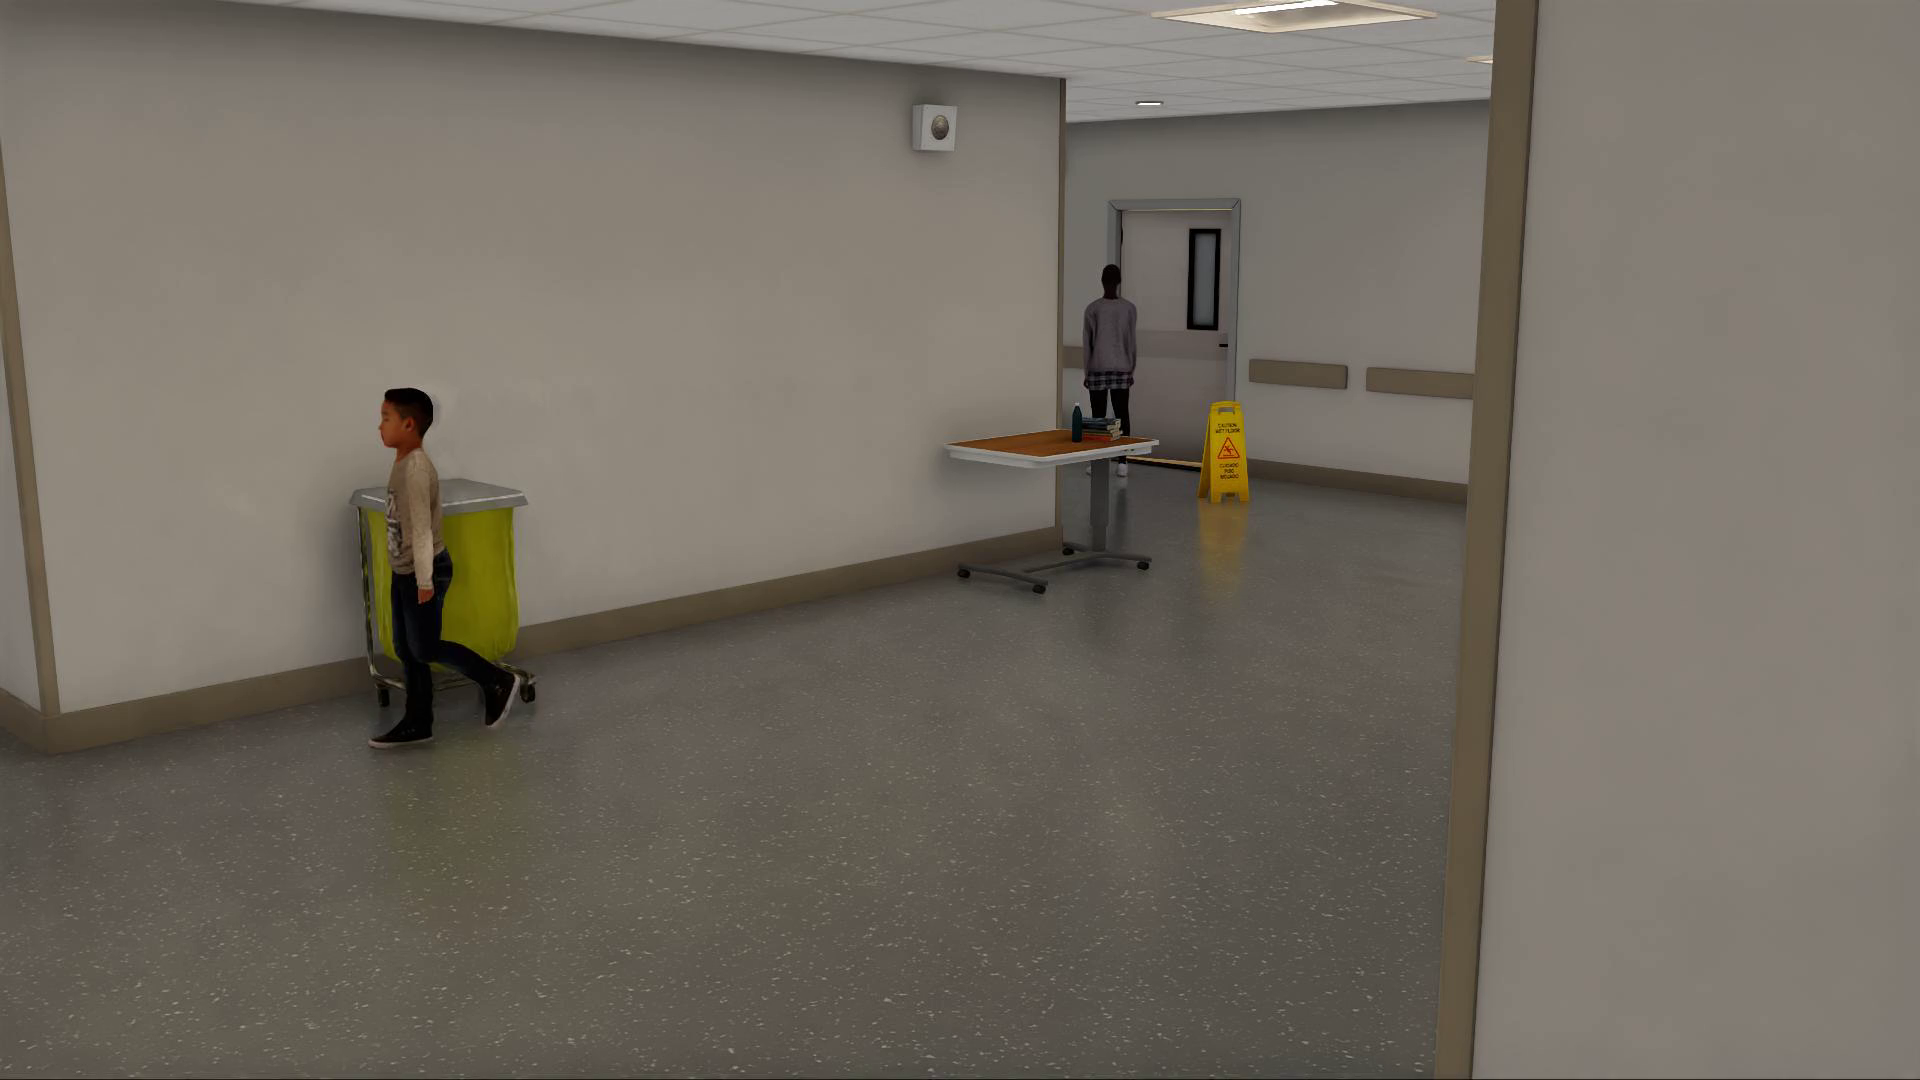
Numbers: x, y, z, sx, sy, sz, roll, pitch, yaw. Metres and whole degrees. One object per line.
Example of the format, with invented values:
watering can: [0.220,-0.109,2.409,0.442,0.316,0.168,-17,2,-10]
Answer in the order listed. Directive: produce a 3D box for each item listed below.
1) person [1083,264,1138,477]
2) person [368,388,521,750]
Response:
person: [1.258,-1.420,13.954,0.699,1.772,0.729,-2,11,-8]
person: [-2.101,0.125,6.682,0.745,1.448,0.824,-6,12,-28]
